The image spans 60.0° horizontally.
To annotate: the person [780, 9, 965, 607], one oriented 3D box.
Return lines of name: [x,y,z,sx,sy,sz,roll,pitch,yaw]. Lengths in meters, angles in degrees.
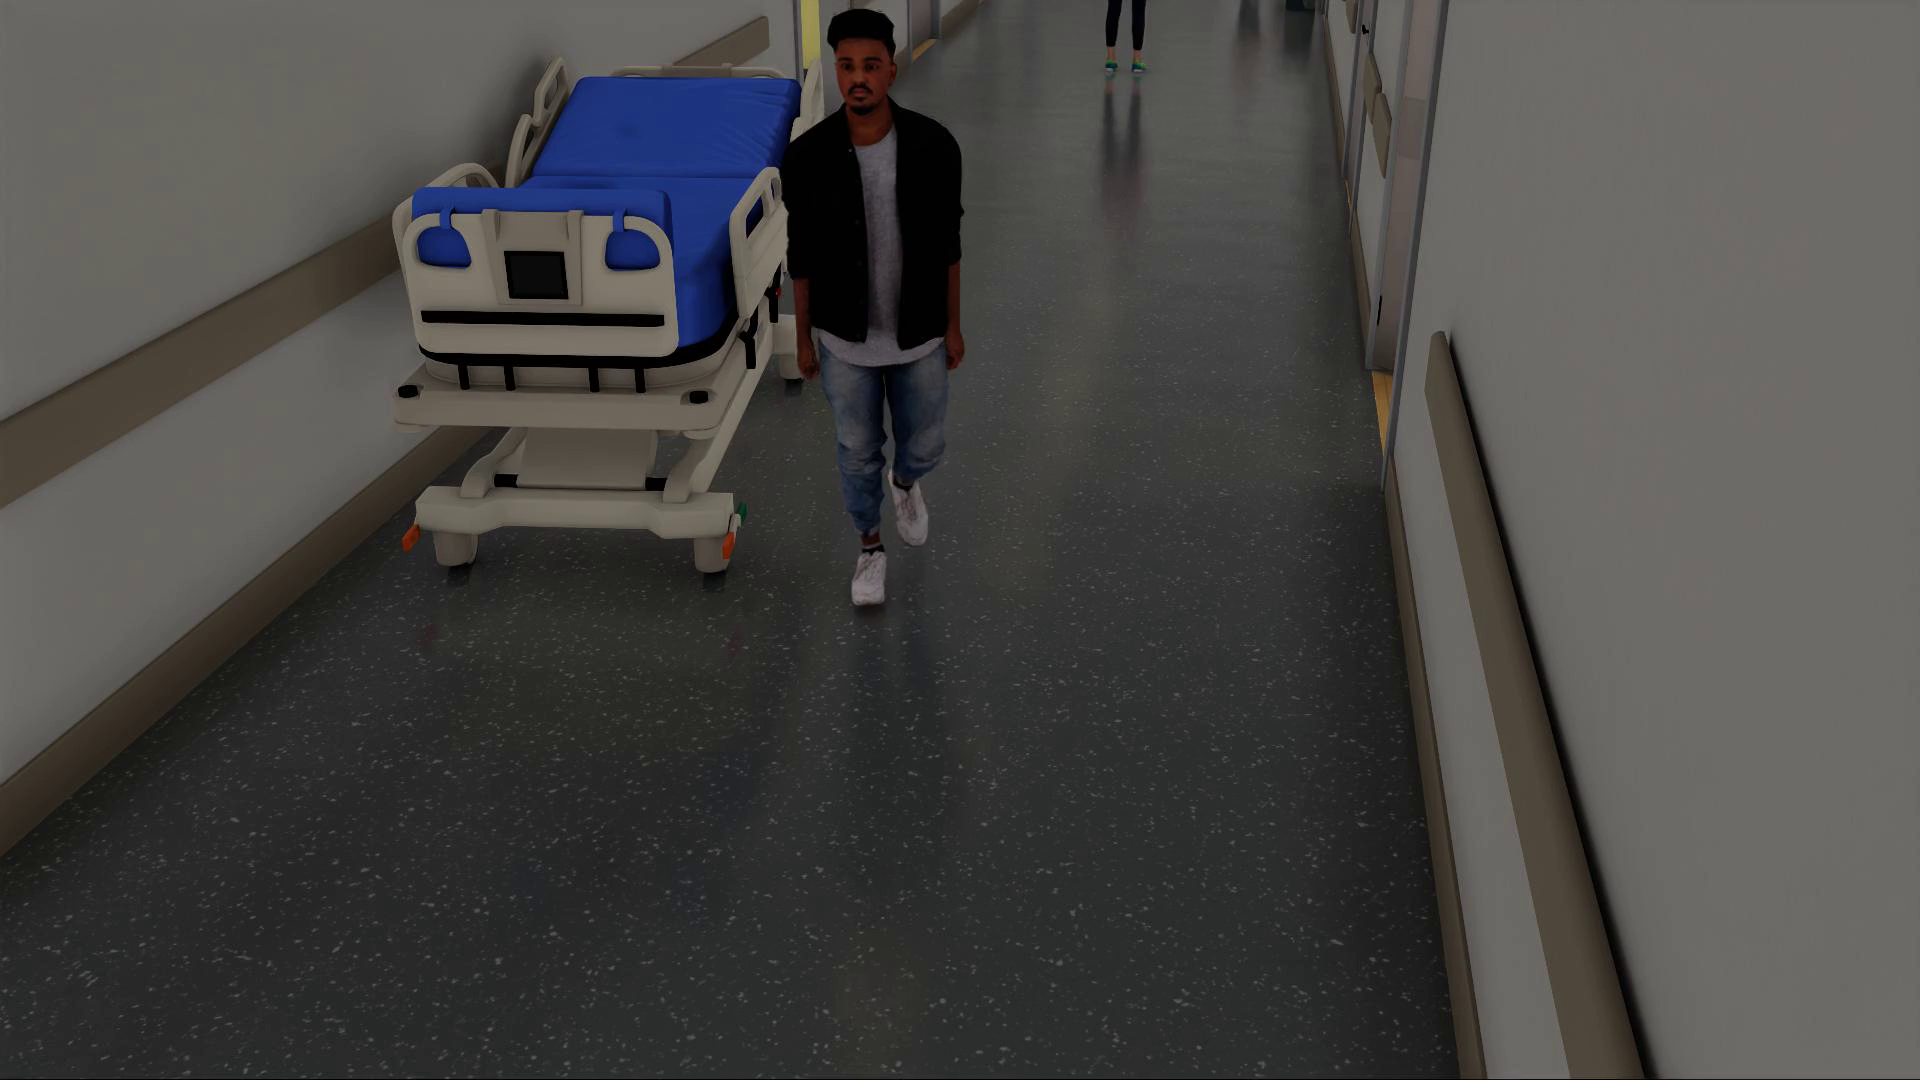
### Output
person: [-0.243,-0.708,5.103,0.820,1.795,0.850,-1,26,-2]

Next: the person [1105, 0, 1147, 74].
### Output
person: [1.359,-4.656,13.398,0.501,1.702,0.669,7,27,15]
